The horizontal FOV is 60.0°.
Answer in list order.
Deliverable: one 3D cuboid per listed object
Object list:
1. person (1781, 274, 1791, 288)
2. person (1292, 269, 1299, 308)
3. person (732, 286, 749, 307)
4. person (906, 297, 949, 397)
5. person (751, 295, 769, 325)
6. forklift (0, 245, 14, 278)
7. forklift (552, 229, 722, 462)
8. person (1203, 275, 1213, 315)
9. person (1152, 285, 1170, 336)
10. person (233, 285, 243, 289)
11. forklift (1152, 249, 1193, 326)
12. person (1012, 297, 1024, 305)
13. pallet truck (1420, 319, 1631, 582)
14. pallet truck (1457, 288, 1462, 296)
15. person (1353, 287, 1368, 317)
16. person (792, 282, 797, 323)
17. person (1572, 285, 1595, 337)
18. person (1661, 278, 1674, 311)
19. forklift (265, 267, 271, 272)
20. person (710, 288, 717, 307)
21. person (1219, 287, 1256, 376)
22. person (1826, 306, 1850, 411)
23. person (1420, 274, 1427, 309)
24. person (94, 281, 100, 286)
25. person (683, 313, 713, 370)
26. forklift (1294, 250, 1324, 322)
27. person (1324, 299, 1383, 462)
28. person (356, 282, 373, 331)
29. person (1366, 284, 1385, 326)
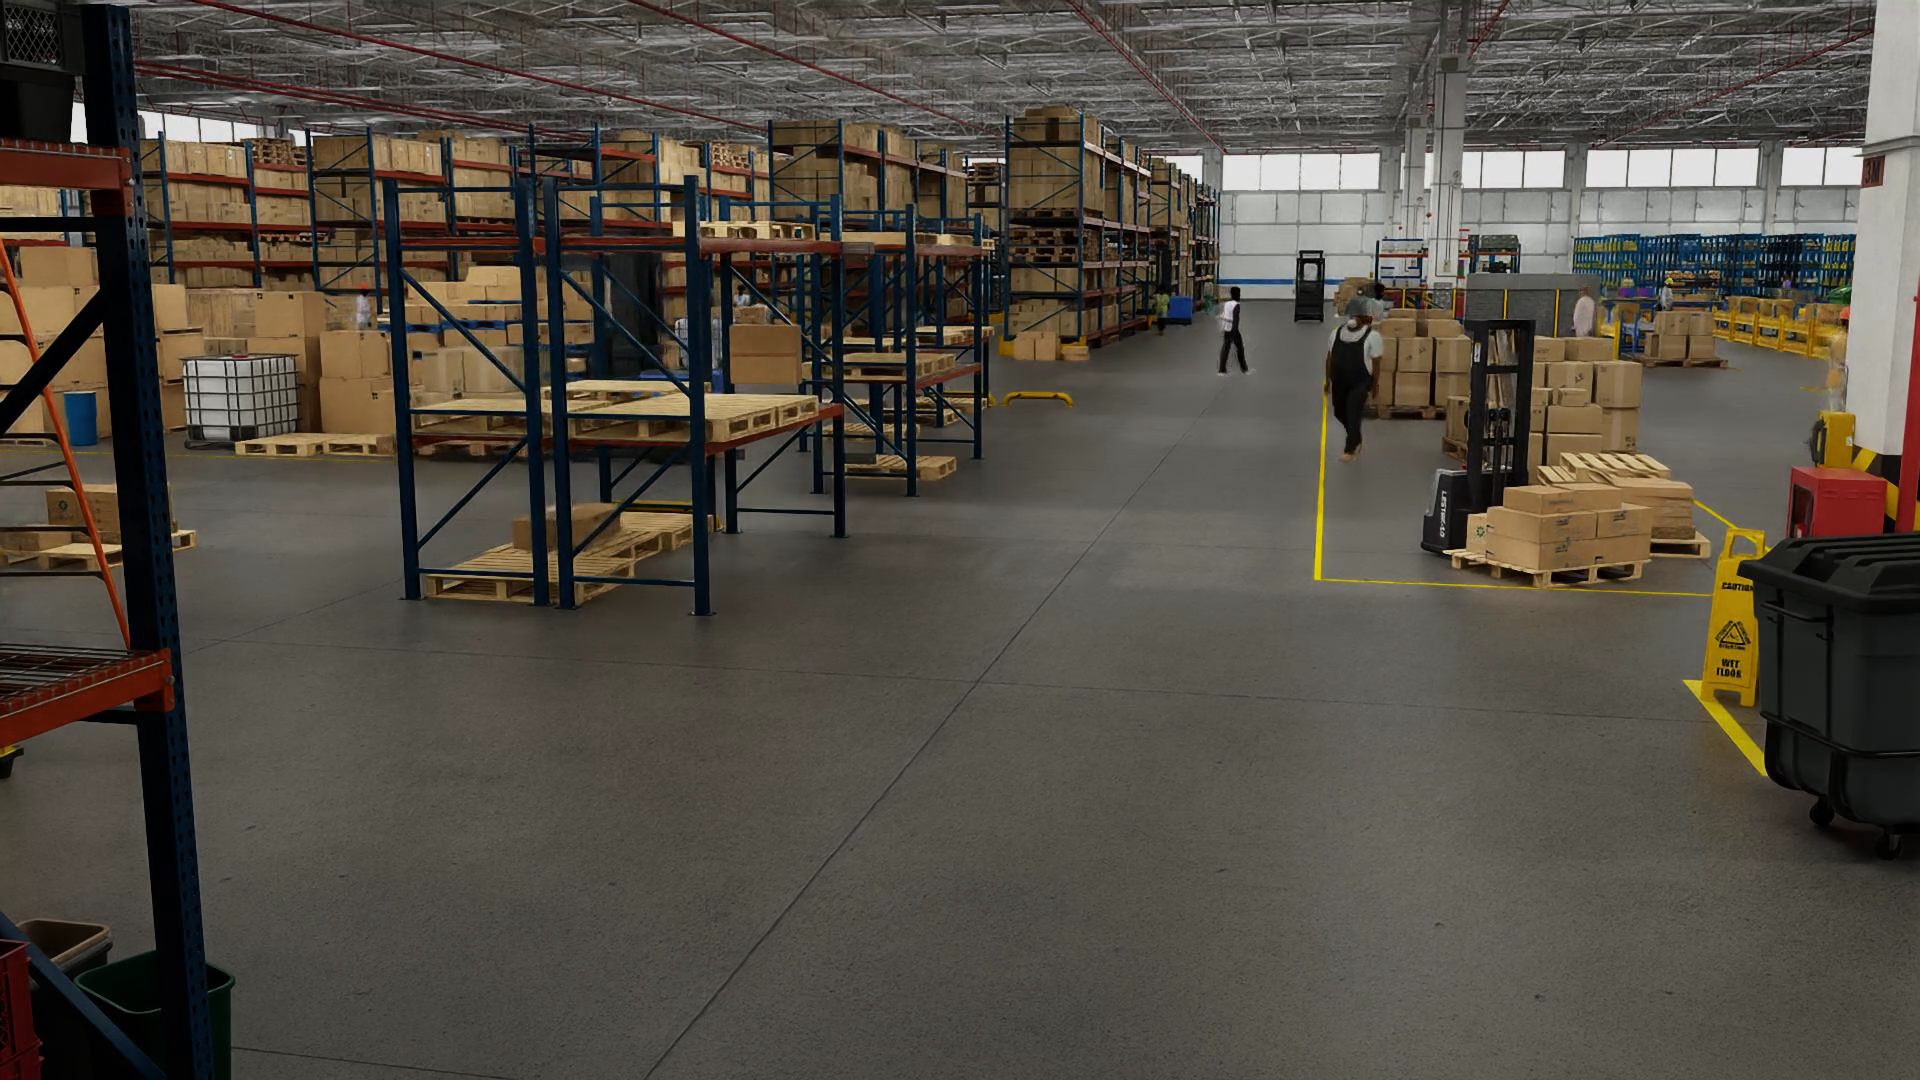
[{"bbox_3d":[35.802,-10.609,72.111,0.563,1.838,0.389,-8,12,-39],"label":"person"},{"bbox_3d":[17.233,-12.762,84.498,0.614,1.969,0.899,-3,10,-19],"label":"person"},{"bbox_3d":[-6.913,-7.201,52.507,0.528,1.644,0.915,2,10,11],"label":"person"},{"bbox_3d":[-0.523,-3.429,29.706,1.033,1.825,0.526,3,10,17],"label":"person"},{"bbox_3d":[-4.927,-5.265,41.075,0.527,1.632,0.433,-6,11,-33],"label":"person"},{"bbox_3d":[-24.886,-6.297,43.492,1.873,2.768,1.129,-5,11,-28],"label":"forklift"},{"bbox_3d":[-3.961,-2.406,20.451,1.873,2.768,1.129,1,10,8],"label":"forklift"},{"bbox_3d":[11.095,-10.964,74.424,0.316,1.767,0.535,-7,12,-36],"label":"person"},{"bbox_3d":[6.514,-7.437,53.899,0.561,1.649,0.897,3,10,16],"label":"person"},{"bbox_3d":[-16.255,-4.820,37.662,0.986,1.890,0.652,-1,10,-4],"label":"person"},{"bbox_3d":[7.646,-9.320,61.395,1.873,2.768,1.129,2,10,11],"label":"forklift"},{"bbox_3d":[2.048,-8.366,59.032,0.525,1.772,0.301,9,13,42],"label":"person"},{"bbox_3d":[4.543,-0.757,13.299,0.823,1.965,1.885,-4,10,-22],"label":"pallet truck"},{"bbox_3d":[20.506,-9.785,68.819,0.653,1.274,1.630,2,10,12],"label":"pallet truck"},{"bbox_3d":[12.844,-7.331,53.428,0.510,1.593,0.871,4,10,20],"label":"person"},{"bbox_3d":[-6.572,-9.216,64.500,0.654,1.607,0.535,4,10,20],"label":"person"},{"bbox_3d":[14.309,-4.882,38.068,0.688,1.882,0.652,9,13,43],"label":"person"},{"bbox_3d":[24.674,-8.222,58.046,0.405,1.821,0.600,8,12,38],"label":"person"},{"bbox_3d":[-24.476,-8.751,58.025,1.129,2.768,1.873,-3,10,-18],"label":"forklift"},{"bbox_3d":[-7.653,-6.978,50.394,0.644,1.904,0.880,2,10,11],"label":"person"},{"bbox_3d":[5.911,-4.433,35.392,0.910,1.880,0.624,-3,10,-18],"label":"person"},{"bbox_3d":[10.854,-1.901,20.315,0.589,1.917,0.553,8,12,39],"label":"person"},{"bbox_3d":[15.449,-7.849,55.285,1.002,1.995,0.636,-1,10,-8],"label":"person"},{"bbox_3d":[-19.369,-4.840,37.503,0.462,1.981,0.647,1,10,7],"label":"person"},{"bbox_3d":[-4.863,-3.638,30.939,0.912,1.812,0.627,9,13,44],"label":"person"},{"bbox_3d":[13.778,-10.002,65.433,1.129,2.768,1.873,2,10,12],"label":"forklift"},{"bbox_3d":[4.892,-2.008,20.582,0.680,2.000,0.842,9,13,42],"label":"person"},{"bbox_3d":[-14.922,-5.526,41.864,0.999,1.880,0.554,0,10,-2],"label":"person"},{"bbox_3d":[9.391,-4.772,37.309,0.627,1.909,0.989,-8,12,-38],"label":"person"}]
